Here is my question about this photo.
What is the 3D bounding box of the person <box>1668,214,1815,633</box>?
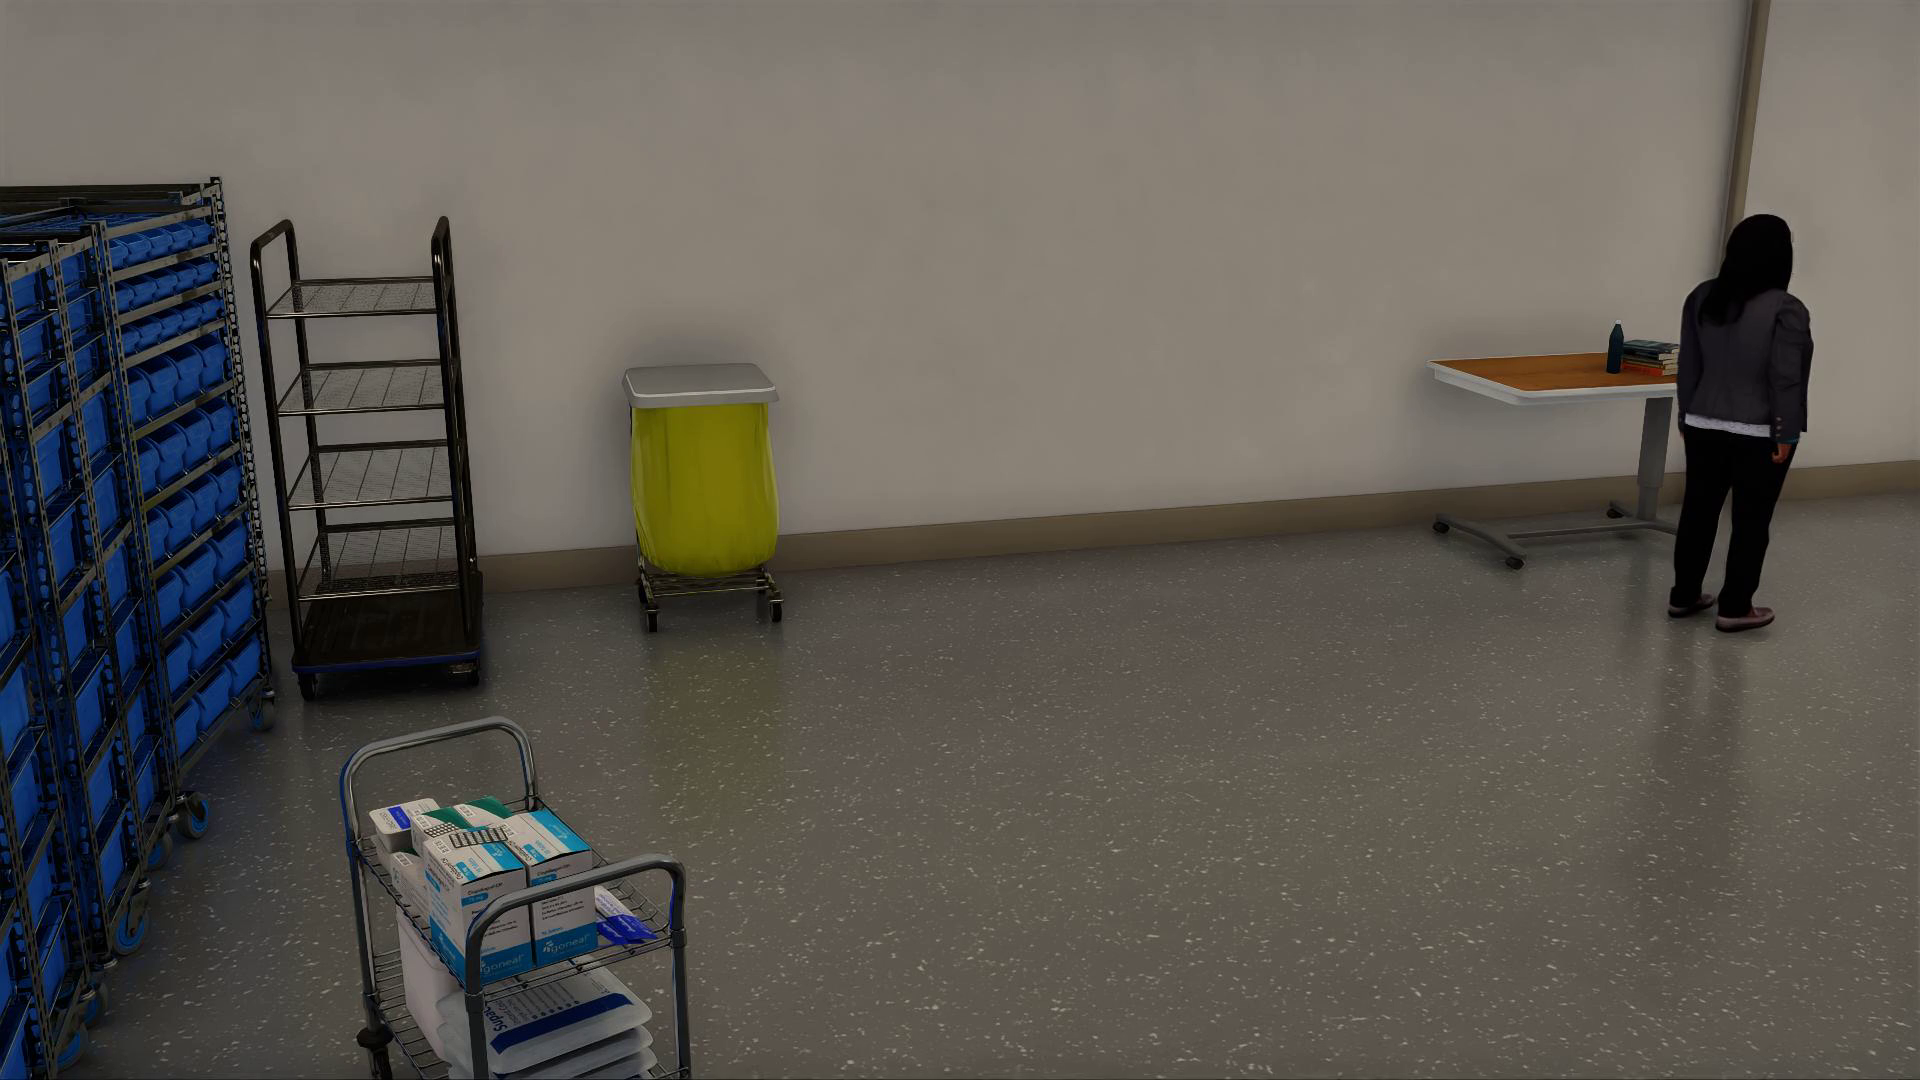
[{"bbox_3d":[2.998,-0.446,6.410,0.747,1.597,0.745,-9,18,-29],"label":"person"}]
